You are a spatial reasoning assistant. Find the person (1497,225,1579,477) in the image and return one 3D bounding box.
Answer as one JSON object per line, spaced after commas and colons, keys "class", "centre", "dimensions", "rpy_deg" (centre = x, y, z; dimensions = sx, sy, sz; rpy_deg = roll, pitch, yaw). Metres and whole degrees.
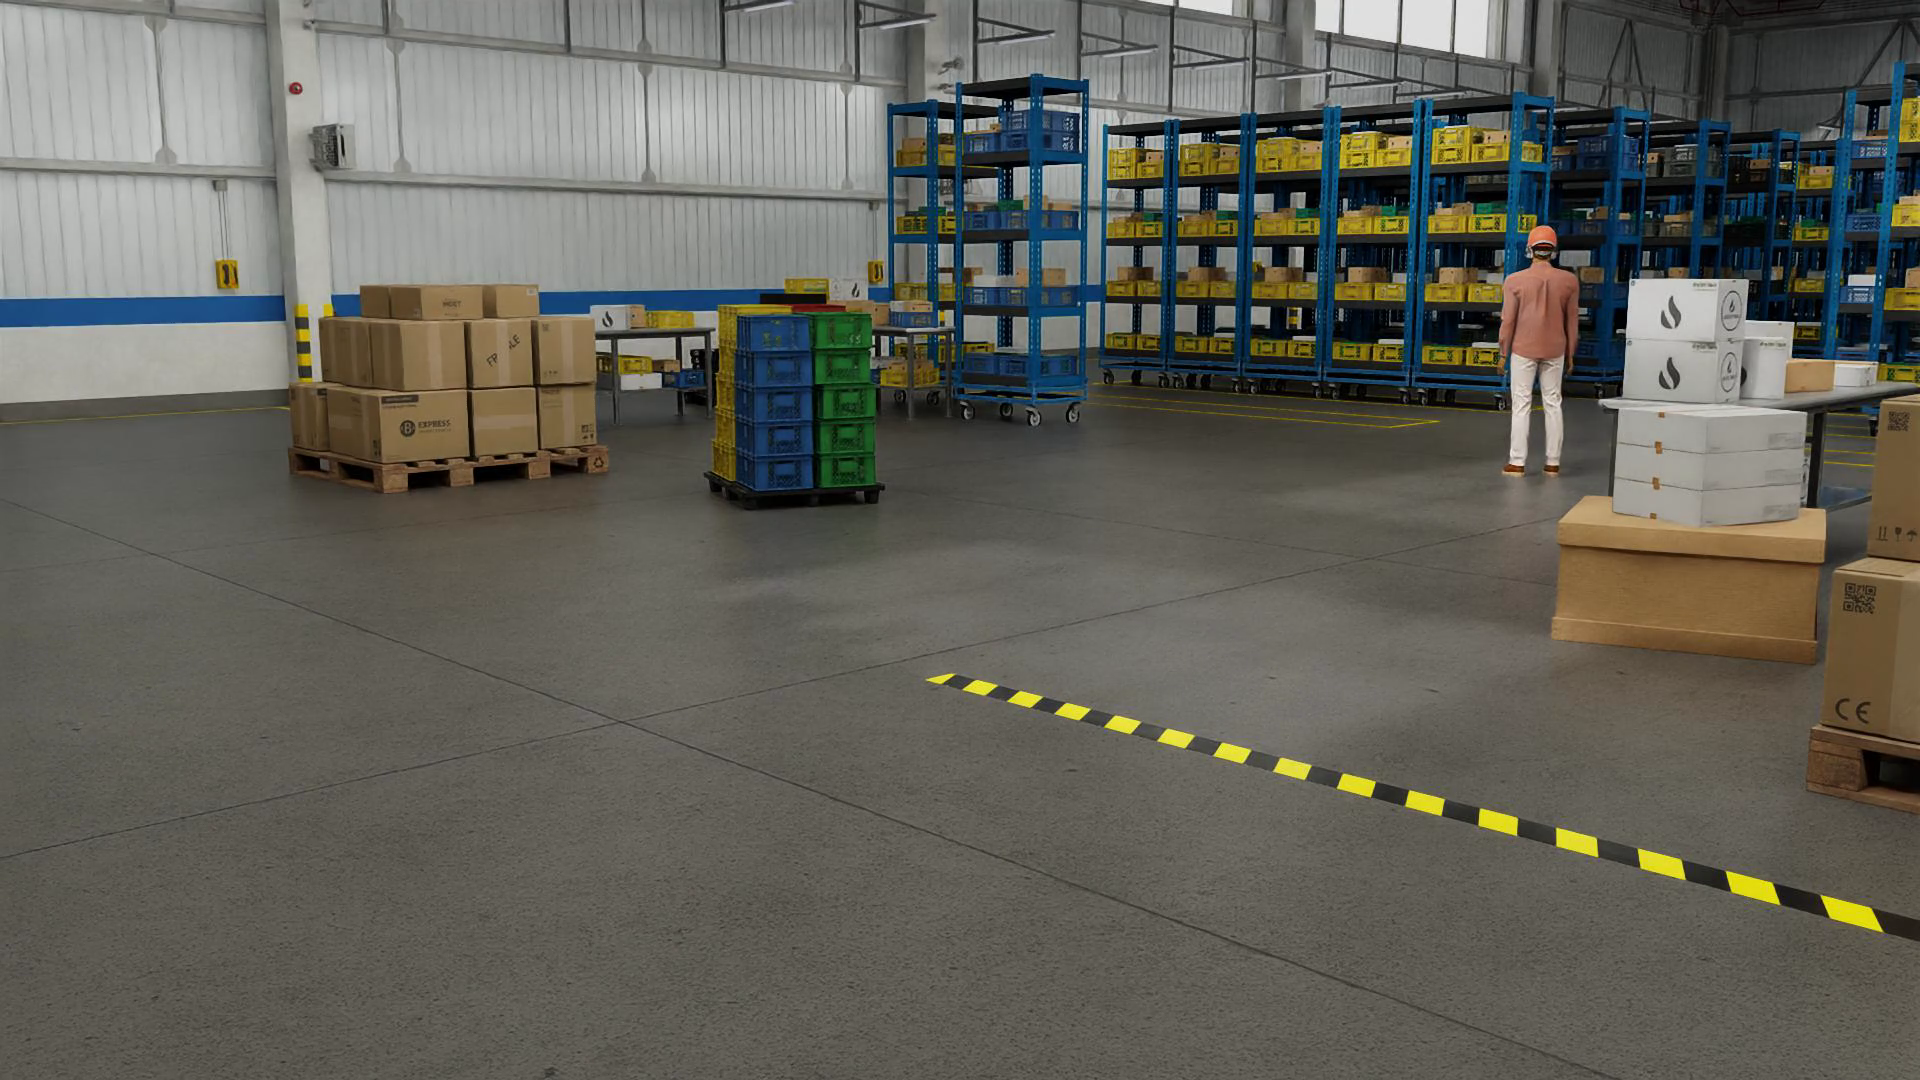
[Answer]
{"class": "person", "centre": [4.580, -1.489, 13.225], "dimensions": [0.613, 1.994, 0.395], "rpy_deg": [1, 9, 3]}
